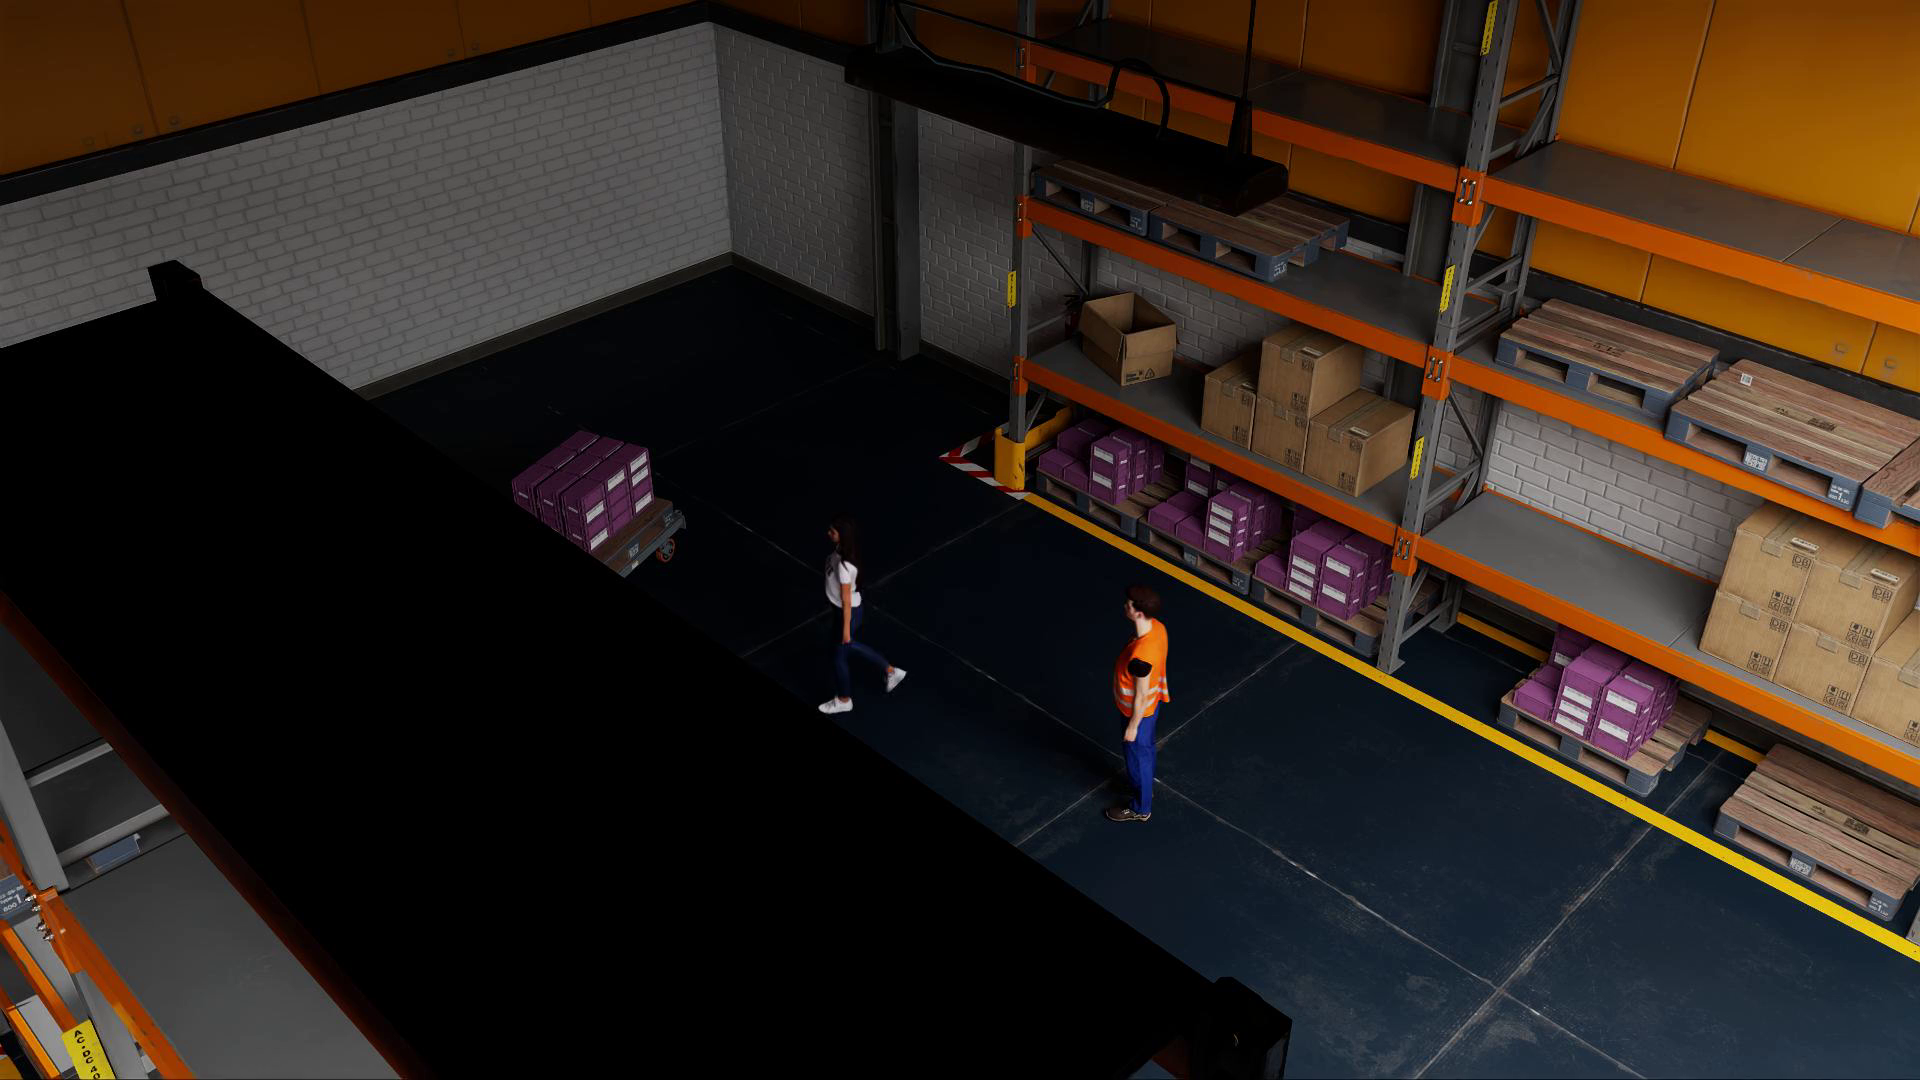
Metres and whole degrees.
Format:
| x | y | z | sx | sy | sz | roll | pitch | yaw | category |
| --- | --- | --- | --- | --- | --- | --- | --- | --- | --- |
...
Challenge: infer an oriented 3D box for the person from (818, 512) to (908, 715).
| x | y | z | sx | sy | sz | roll | pitch | yaw | category |
| --- | --- | --- | --- | --- | --- | --- | --- | --- | --- |
| -0.747 | 0.542 | 12.195 | 0.991 | 1.758 | 0.943 | -1 | 34 | -2 | person |

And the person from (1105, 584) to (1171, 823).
| x | y | z | sx | sy | sz | roll | pitch | yaw | category |
| --- | --- | --- | --- | --- | --- | --- | --- | --- | --- |
| 1.218 | 1.108 | 11.229 | 0.813 | 1.885 | 0.796 | 8 | 34 | 11 | person |
